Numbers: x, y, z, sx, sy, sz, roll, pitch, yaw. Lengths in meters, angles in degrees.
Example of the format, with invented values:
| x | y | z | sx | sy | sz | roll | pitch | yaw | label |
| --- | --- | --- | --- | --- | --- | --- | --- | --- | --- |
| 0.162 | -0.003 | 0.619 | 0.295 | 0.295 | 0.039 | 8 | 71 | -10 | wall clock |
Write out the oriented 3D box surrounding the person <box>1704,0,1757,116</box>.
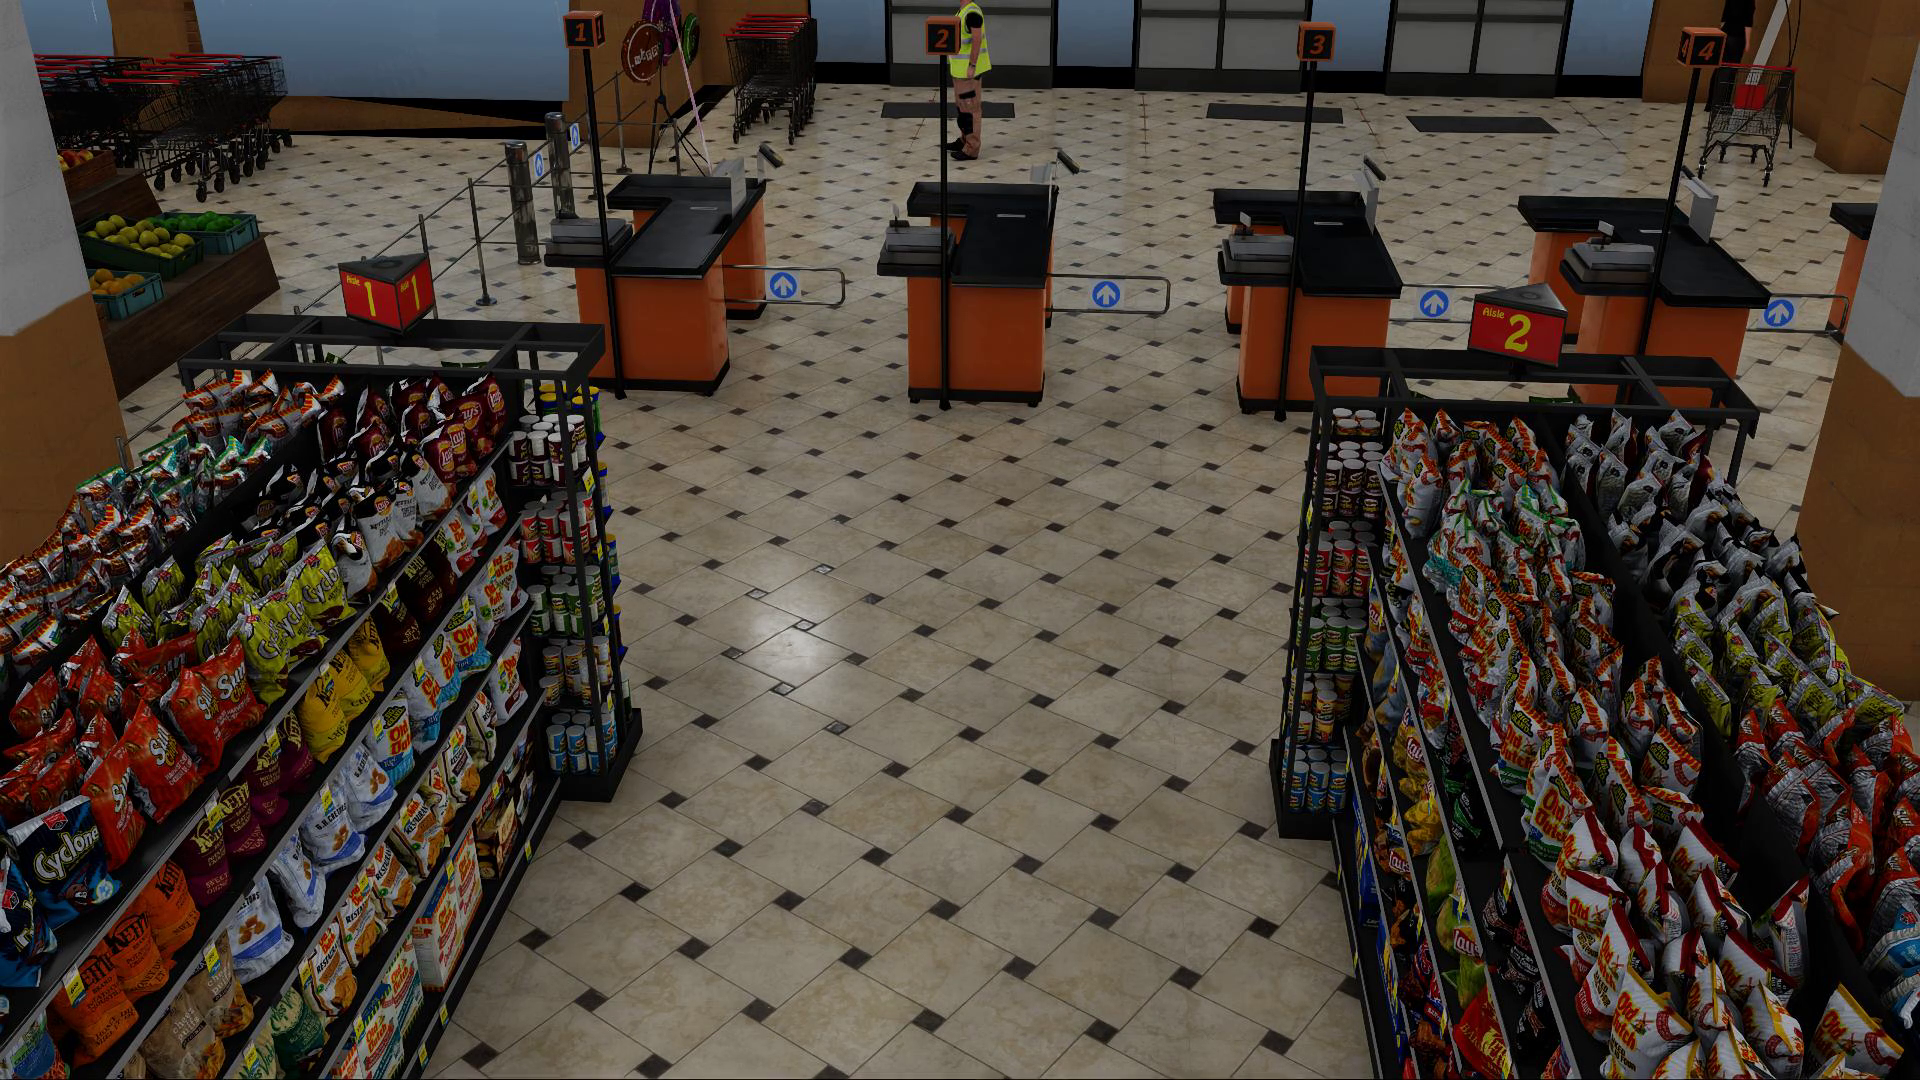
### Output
| x | y | z | sx | sy | sz | roll | pitch | yaw | label |
| --- | --- | --- | --- | --- | --- | --- | --- | --- | --- |
| 8.760 | -5.681 | 18.861 | 0.713 | 1.642 | 0.588 | -10 | 29 | -19 | person |

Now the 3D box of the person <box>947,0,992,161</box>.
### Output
| x | y | z | sx | sy | sz | roll | pitch | yaw | label |
| --- | --- | --- | --- | --- | --- | --- | --- | --- | --- |
| 0.058 | -4.840 | 16.978 | 0.842 | 1.846 | 0.737 | -5 | 27 | -9 | person |
